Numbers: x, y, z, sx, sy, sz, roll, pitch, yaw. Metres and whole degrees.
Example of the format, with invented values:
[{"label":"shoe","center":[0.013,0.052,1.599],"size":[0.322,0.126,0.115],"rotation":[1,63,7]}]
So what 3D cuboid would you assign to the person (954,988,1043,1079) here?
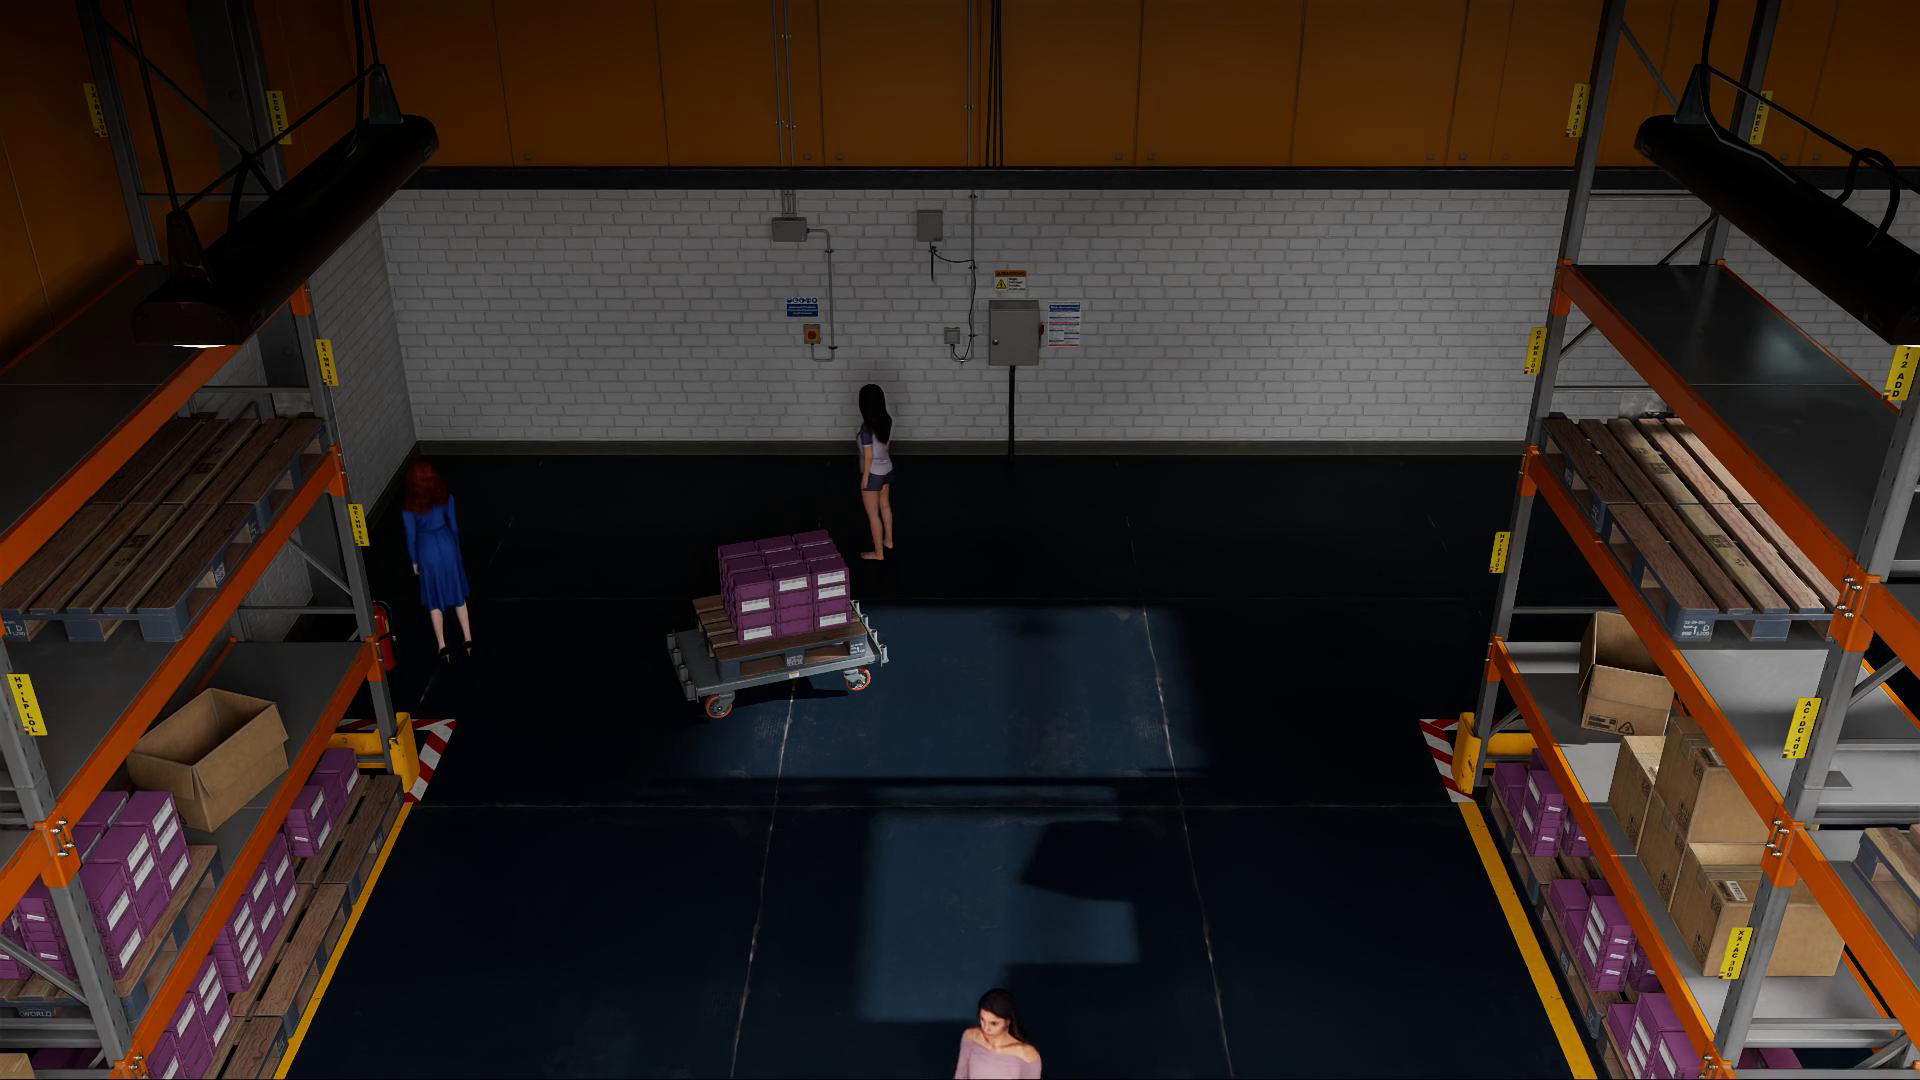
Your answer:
[{"label":"person","center":[0.242,2.954,8.579],"size":[0.987,1.771,1.173],"rotation":[15,32,25]}]

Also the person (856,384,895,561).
[{"label":"person","center":[-0.779,-0.630,15.217],"size":[0.727,1.706,0.594],"rotation":[12,31,21]}]

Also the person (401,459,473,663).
[{"label":"person","center":[-4.271,0.177,13.608],"size":[0.698,1.830,0.735],"rotation":[-19,34,-30]}]
